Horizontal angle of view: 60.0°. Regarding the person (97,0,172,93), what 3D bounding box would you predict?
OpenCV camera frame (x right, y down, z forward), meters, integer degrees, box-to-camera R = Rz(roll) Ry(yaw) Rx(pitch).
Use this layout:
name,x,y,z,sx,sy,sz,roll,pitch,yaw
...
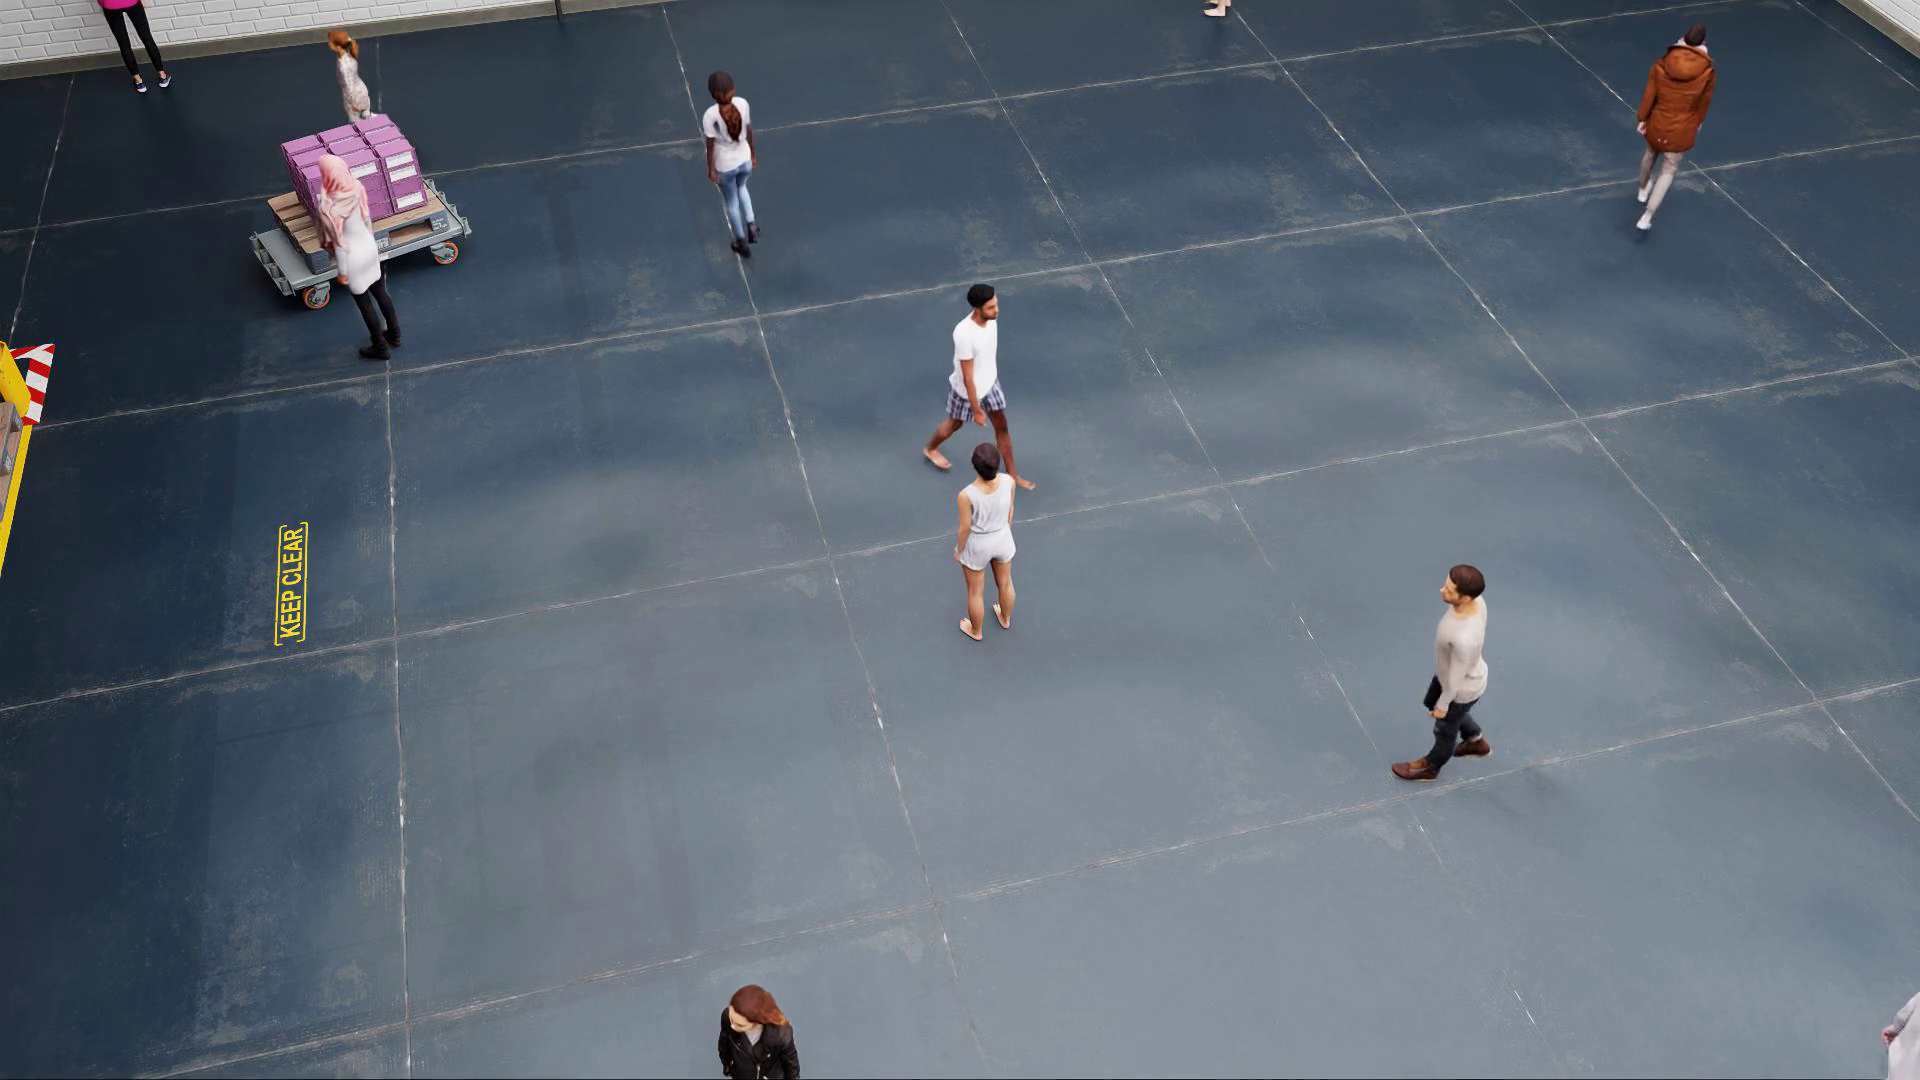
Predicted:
name,x,y,z,sx,sy,sz,roll,pitch,yaw
person,-8.166,-5.210,16.193,0.627,1.698,0.613,-18,47,-18

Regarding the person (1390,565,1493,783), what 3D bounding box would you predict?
name,x,y,z,sx,sy,sz,roll,pitch,yaw
person,3.002,0.839,9.735,0.895,1.848,0.888,7,44,7

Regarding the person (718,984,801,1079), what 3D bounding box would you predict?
name,x,y,z,sx,sy,sz,roll,pitch,yaw
person,-0.972,2.598,8.153,0.637,1.483,0.664,14,45,14

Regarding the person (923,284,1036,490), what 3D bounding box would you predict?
name,x,y,z,sx,sy,sz,roll,pitch,yaw
person,0.026,-1.113,11.903,1.225,1.683,1.116,25,49,24

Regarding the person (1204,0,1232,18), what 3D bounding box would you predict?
name,x,y,z,sx,sy,sz,roll,pitch,yaw
person,2.801,-6.314,17.387,0.736,1.650,0.642,14,45,15

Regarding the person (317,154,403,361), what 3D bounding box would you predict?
name,x,y,z,sx,sy,sz,roll,pitch,yaw
person,-4.694,-2.207,12.965,0.800,1.804,0.721,16,46,16

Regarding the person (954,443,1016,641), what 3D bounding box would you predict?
name,x,y,z,sx,sy,sz,roll,pitch,yaw
person,0.168,0.011,10.779,0.613,1.608,0.582,-20,47,-20

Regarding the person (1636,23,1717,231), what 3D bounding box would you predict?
name,x,y,z,sx,sy,sz,roll,pitch,yaw
person,6.127,-3.531,14.354,1.168,1.805,1.190,25,49,24

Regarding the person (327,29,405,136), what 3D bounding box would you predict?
name,x,y,z,sx,sy,sz,roll,pitch,yaw
person,-5.505,-4.107,15.325,0.681,1.298,0.783,-3,44,-3

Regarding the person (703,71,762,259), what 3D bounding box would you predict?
name,x,y,z,sx,sy,sz,roll,pitch,yaw
person,-1.860,-3.120,13.989,0.728,1.712,0.769,-29,51,-27
